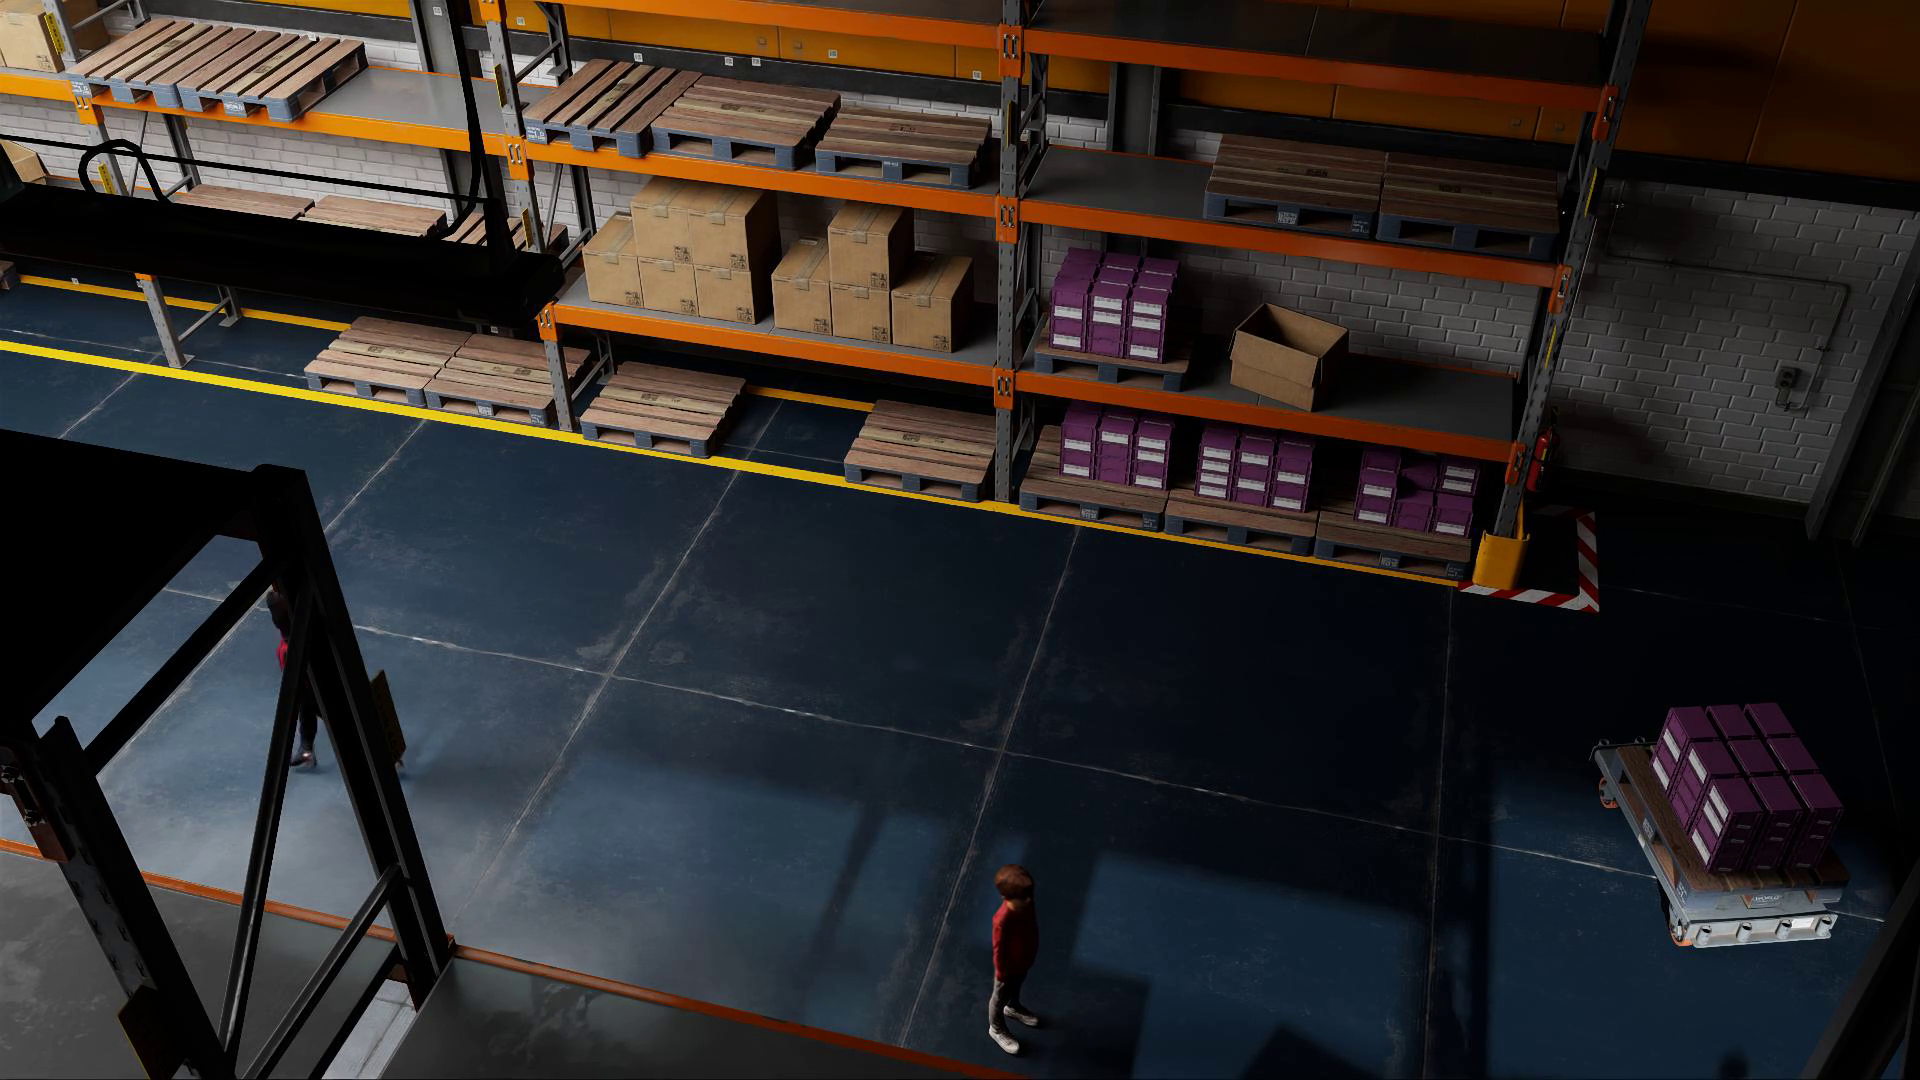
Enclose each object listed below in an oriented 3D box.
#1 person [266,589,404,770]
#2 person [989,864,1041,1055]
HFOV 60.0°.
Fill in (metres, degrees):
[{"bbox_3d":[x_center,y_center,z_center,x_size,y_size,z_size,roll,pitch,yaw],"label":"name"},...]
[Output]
[{"bbox_3d":[-4.184,0.997,11.060,1.140,1.613,0.825,-2,39,-2],"label":"person"},{"bbox_3d":[0.303,2.358,9.514,0.570,1.416,0.574,24,44,27],"label":"person"}]
